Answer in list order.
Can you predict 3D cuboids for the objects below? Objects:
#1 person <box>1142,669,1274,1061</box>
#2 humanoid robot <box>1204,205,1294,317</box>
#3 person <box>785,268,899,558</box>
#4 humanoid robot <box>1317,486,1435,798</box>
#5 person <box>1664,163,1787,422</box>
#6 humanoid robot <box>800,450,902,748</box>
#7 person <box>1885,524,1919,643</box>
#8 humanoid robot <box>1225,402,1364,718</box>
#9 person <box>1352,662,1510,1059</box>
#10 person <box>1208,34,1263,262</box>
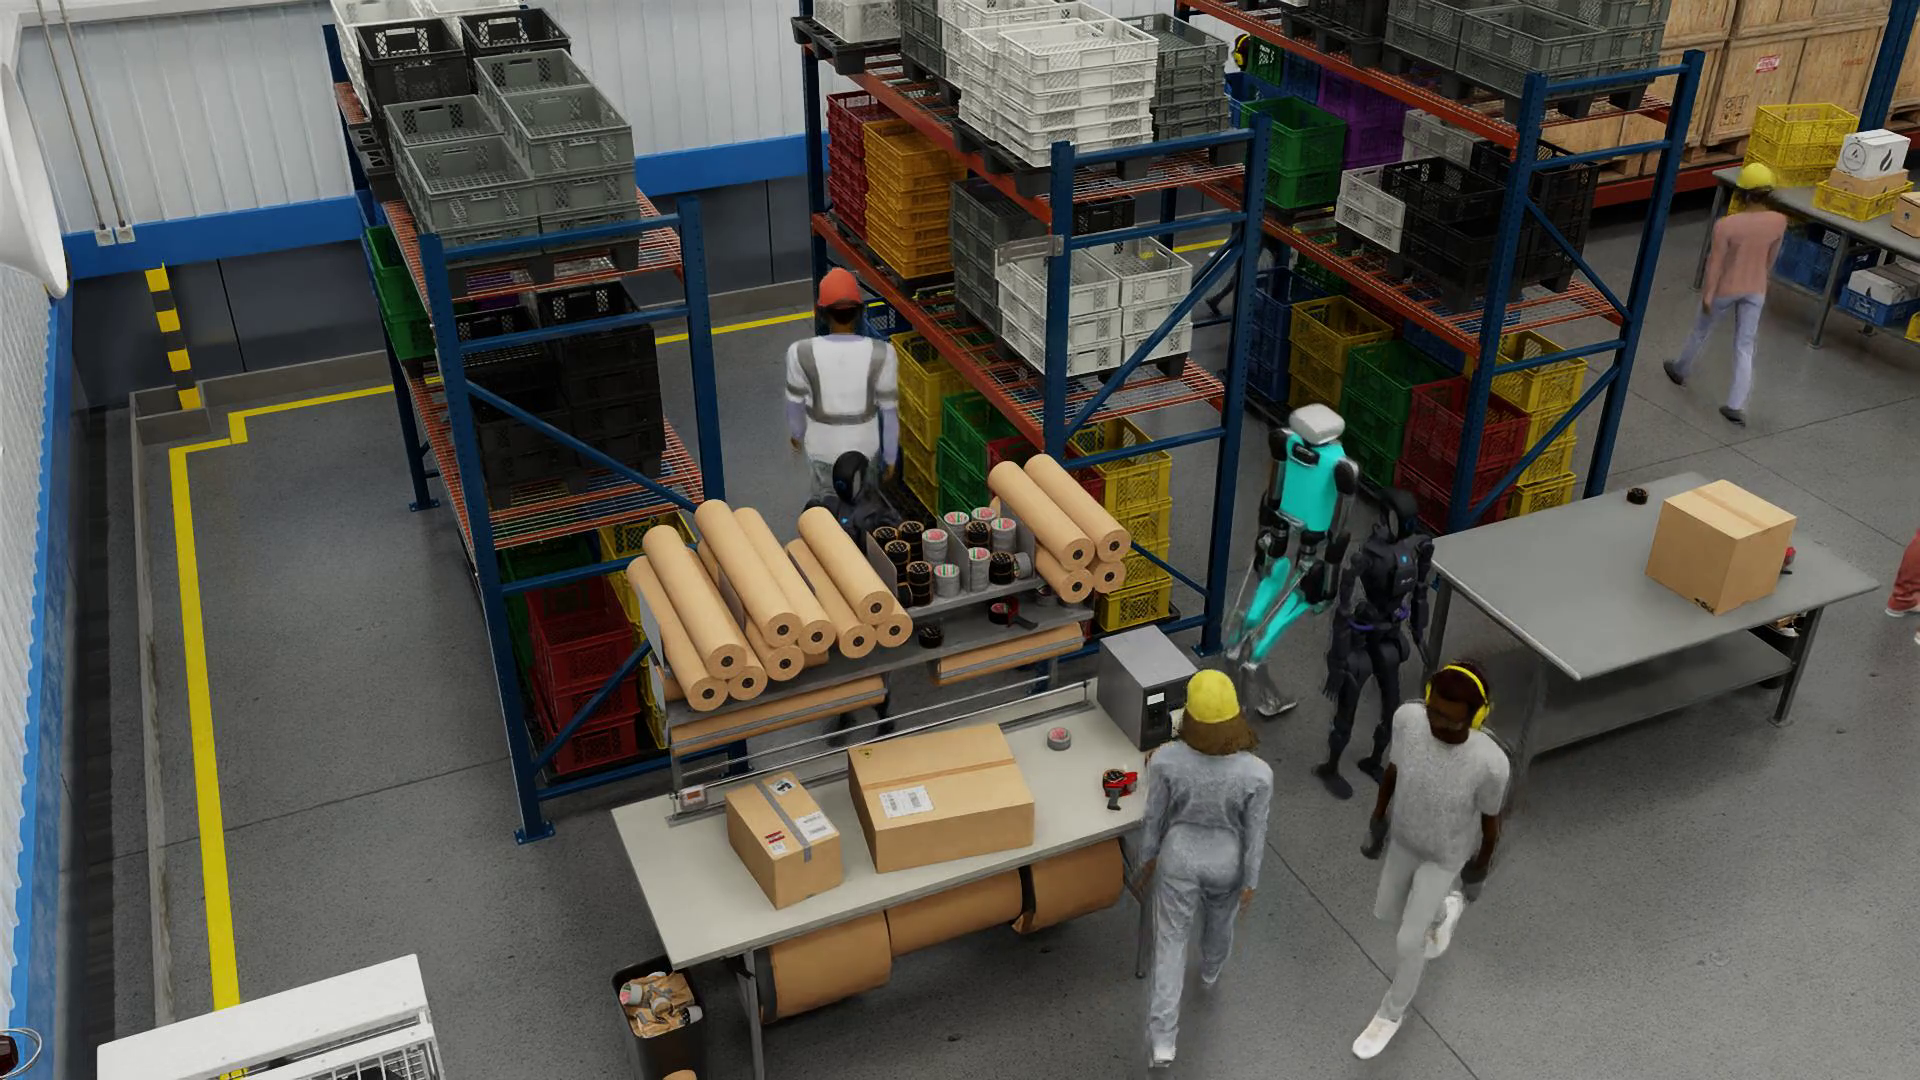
[{"bbox_3d":[0.946,1.268,6.538,0.481,1.698,0.825,8,33,13],"label":"person"},{"bbox_3d":[2.286,-2.423,12.611,0.746,1.646,0.601,-8,33,-13],"label":"humanoid robot"},{"bbox_3d":[-0.651,-0.570,9.263,0.607,1.985,1.020,-6,32,-9],"label":"person"},{"bbox_3d":[1.957,0.489,7.824,0.601,1.650,0.322,-16,35,-24],"label":"humanoid robot"},{"bbox_3d":[5.303,-1.720,11.379,0.530,1.717,0.893,0,32,0],"label":"person"},{"bbox_3d":[-0.526,0.315,8.104,0.585,1.650,0.341,7,32,12],"label":"humanoid robot"},{"bbox_3d":[5.426,-0.328,8.942,0.395,1.910,0.592,-5,32,-8],"label":"person"},{"bbox_3d":[1.538,0.238,8.225,0.665,1.842,0.533,-22,38,-32],"label":"humanoid robot"},{"bbox_3d":[1.870,1.179,6.548,0.720,1.848,0.530,-25,39,-34],"label":"person"},{"bbox_3d":[2.298,-3.196,13.642,0.334,1.864,0.512,20,37,29],"label":"person"}]
